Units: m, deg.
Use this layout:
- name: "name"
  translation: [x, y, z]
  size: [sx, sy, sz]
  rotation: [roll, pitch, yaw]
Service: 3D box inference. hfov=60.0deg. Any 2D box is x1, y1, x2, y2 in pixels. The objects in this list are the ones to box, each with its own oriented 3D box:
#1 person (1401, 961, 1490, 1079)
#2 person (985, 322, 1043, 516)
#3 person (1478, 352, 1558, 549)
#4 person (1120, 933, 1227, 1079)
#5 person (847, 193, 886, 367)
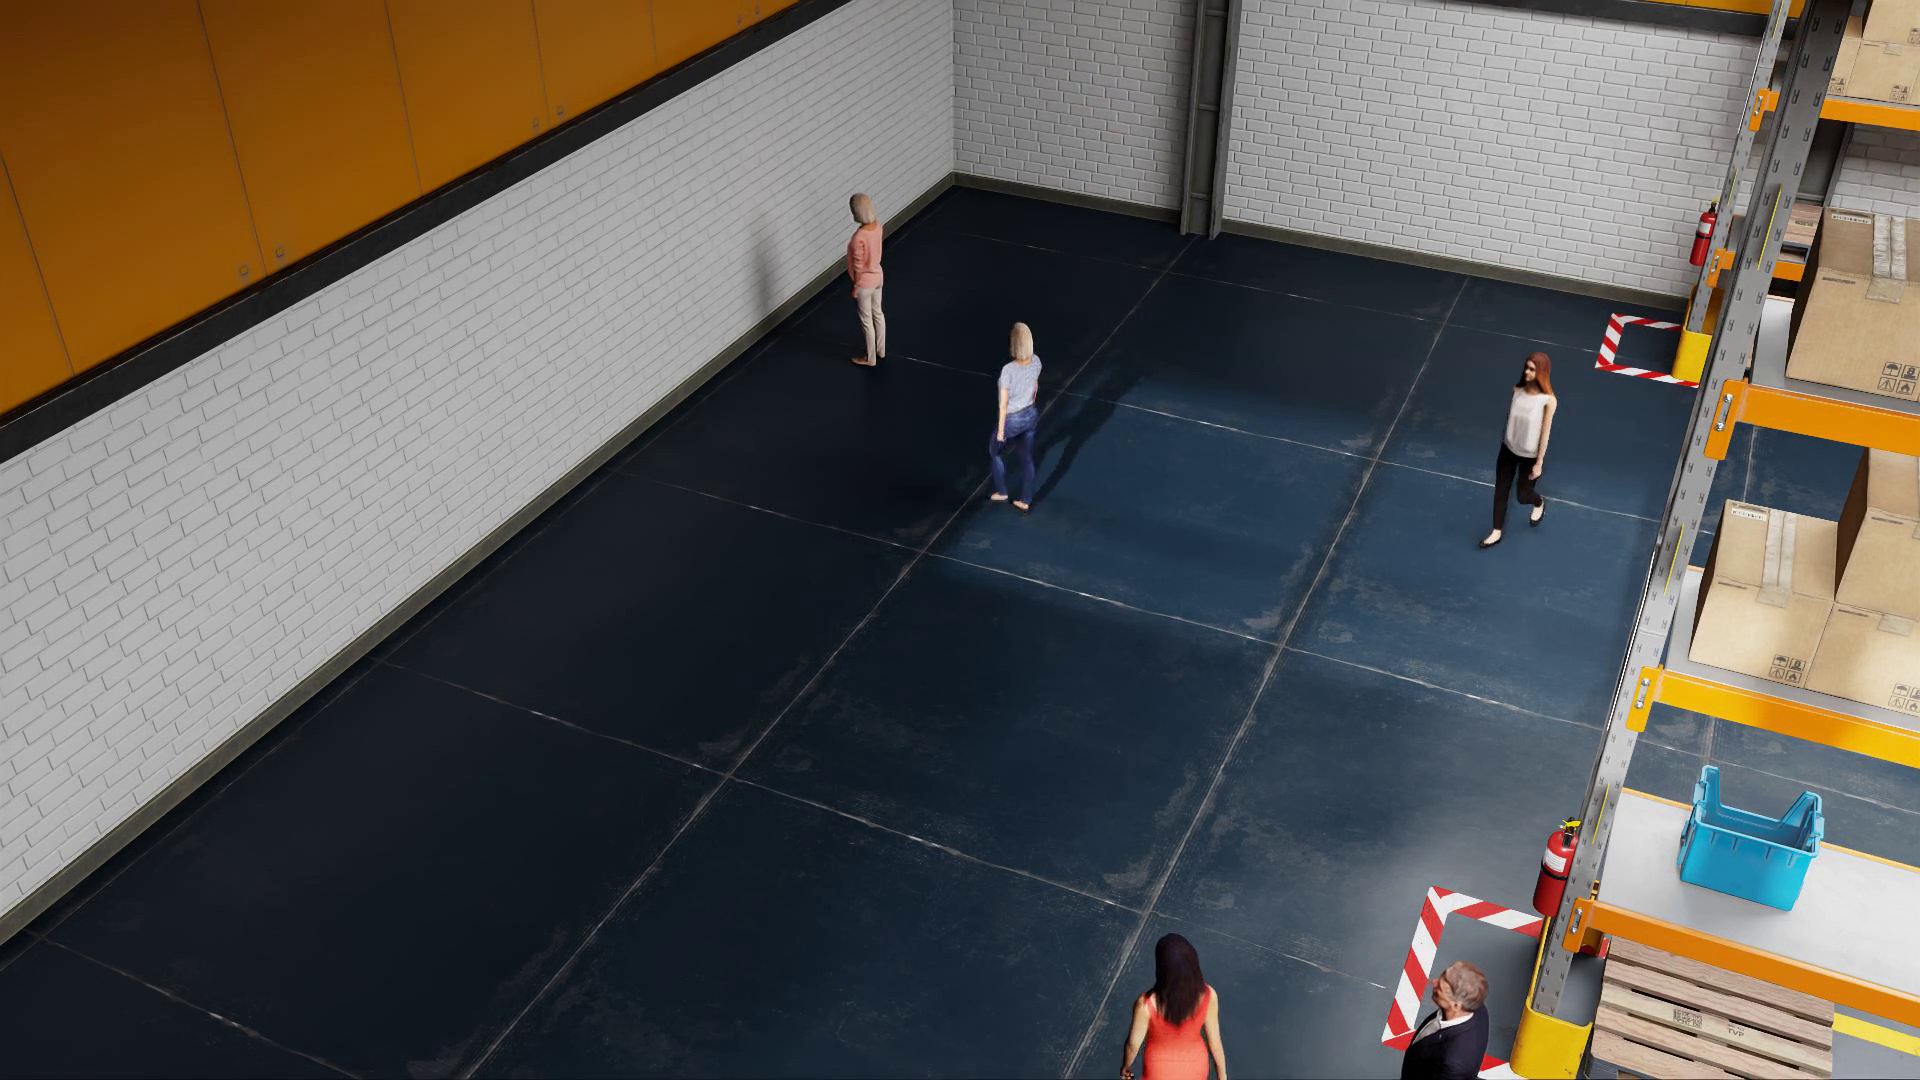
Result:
- name: "person"
  translation: [2.284, 2.690, 7.975]
  size: [0.571, 1.815, 0.689]
  rotation: [13, 36, 19]
- name: "person"
  translation: [0.522, -0.940, 13.530]
  size: [0.749, 1.711, 0.785]
  rotation: [-23, 40, -30]
- name: "person"
  translation: [4.513, -0.713, 13.189]
  size: [0.887, 1.710, 0.929]
  rotation: [-23, 40, -30]
- name: "person"
  translation: [1.065, 2.689, 8.120]
  size: [1.128, 1.657, 1.152]
  rotation: [-9, 35, -14]
- name: "person"
  translation: [-0.880, -2.485, 15.843]
  size: [0.532, 1.724, 0.612]
  rotation: [17, 37, 24]
